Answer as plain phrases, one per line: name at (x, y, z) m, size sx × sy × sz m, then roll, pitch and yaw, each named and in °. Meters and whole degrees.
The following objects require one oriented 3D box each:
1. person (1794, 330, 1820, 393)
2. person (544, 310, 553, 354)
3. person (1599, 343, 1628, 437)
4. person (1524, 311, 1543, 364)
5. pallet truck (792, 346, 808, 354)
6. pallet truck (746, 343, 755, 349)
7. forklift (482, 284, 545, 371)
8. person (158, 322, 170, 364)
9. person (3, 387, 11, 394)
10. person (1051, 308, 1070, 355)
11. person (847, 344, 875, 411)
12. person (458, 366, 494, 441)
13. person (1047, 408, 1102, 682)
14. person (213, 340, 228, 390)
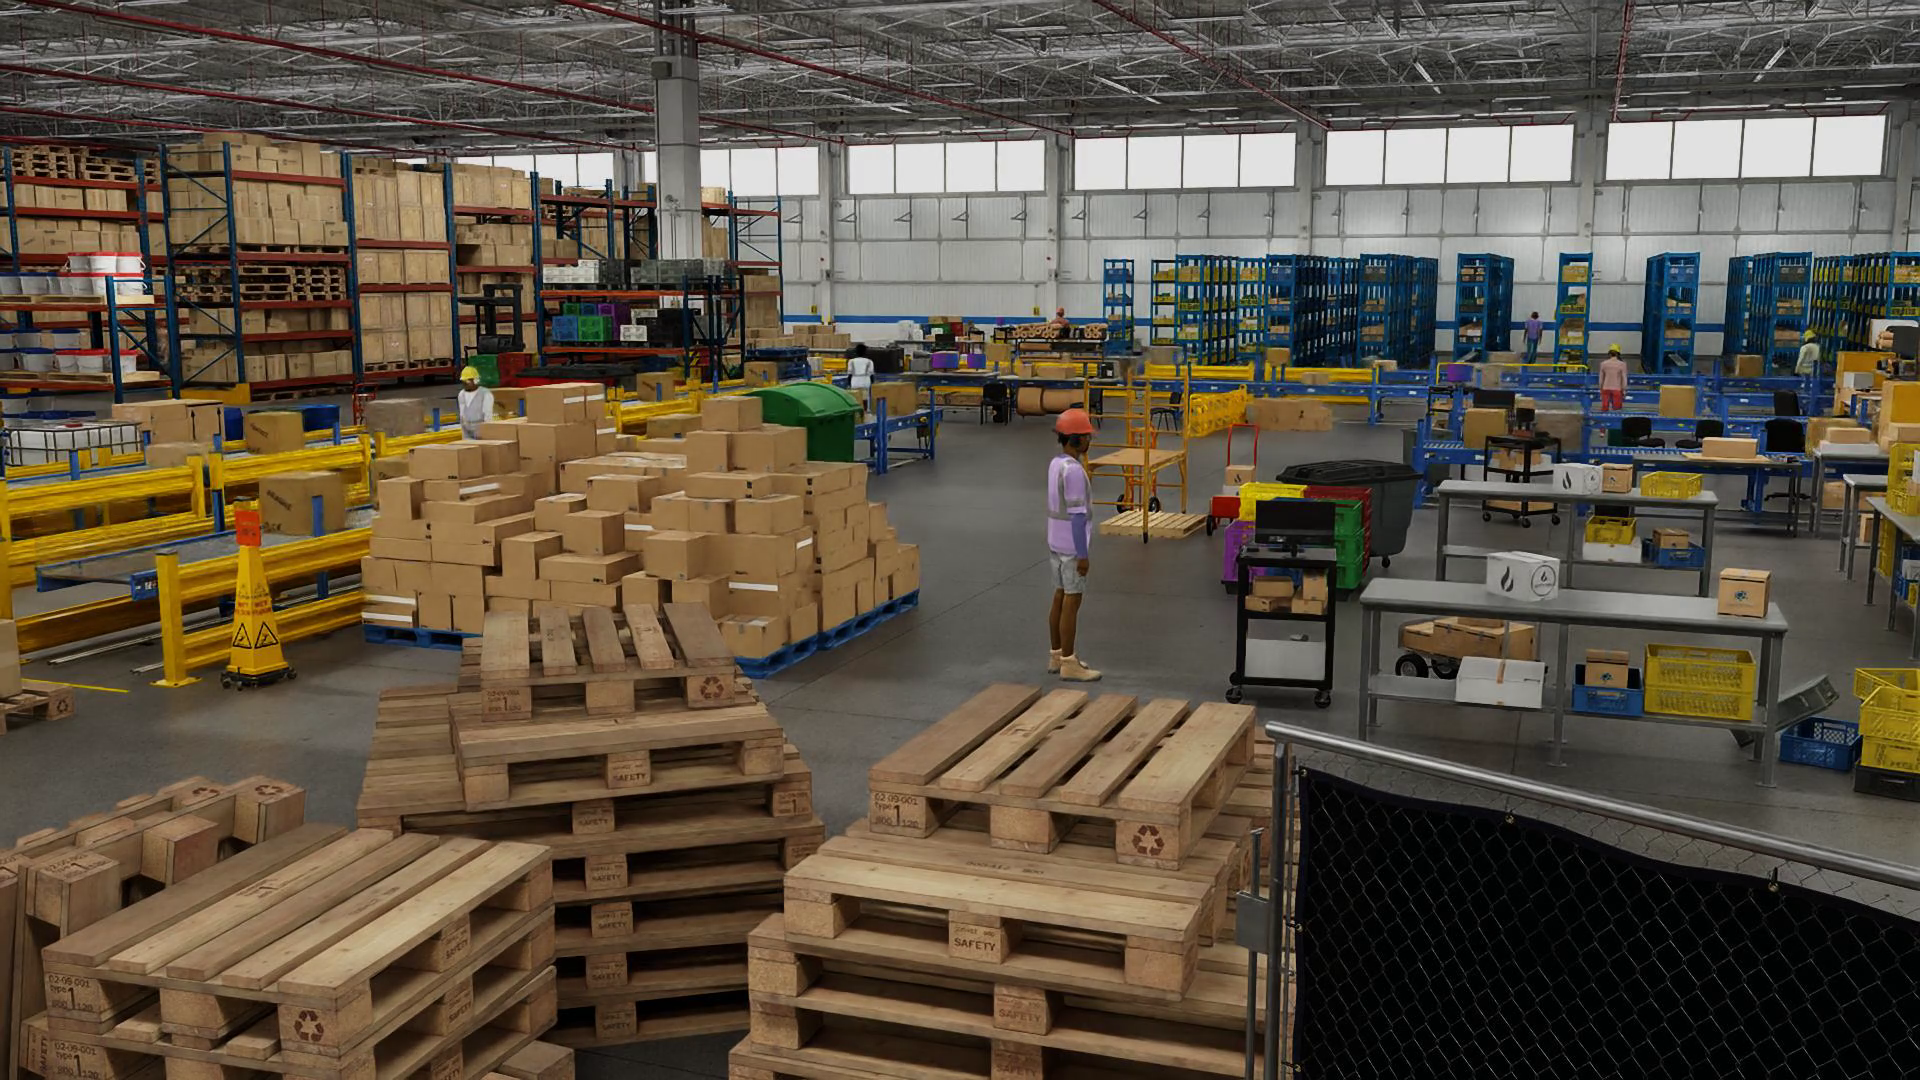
person at (19.286, -3.865, 37.782) m, size 0.623 × 1.794 × 0.923 m, roll -6°, pitch 11°, yaw -32°
person at (-14.468, -7.135, 58.151) m, size 0.634 × 1.839 × 0.429 m, roll -4°, pitch 10°, yaw -26°
person at (12.187, -2.783, 31.044) m, size 0.525 × 1.772 × 0.309 m, roll 8°, pitch 12°, yaw 40°
person at (19.321, -6.795, 56.053) m, size 0.586 × 1.826 × 0.535 m, roll 2°, pitch 9°, yaw 12°
pallet truck at (-3.705, -4.298, 42.022) m, size 0.653 × 1.274 × 1.630 m, roll 3°, pitch 10°, yaw 20°
pallet truck at (-6.183, -4.618, 44.264) m, size 1.601 × 1.201 × 0.680 m, roll -9°, pitch 12°, yaw -43°
forklift at (-10.832, -4.702, 39.610) m, size 1.129 × 2.768 × 1.873 m, roll 3°, pitch 10°, yaw 20°
person at (-24.211, -5.872, 50.899) m, size 0.535 × 1.609 × 0.690 m, roll 3°, pitch 10°, yaw 20°
person at (-19.923, -3.356, 34.333) m, size 0.800 × 1.878 × 0.662 m, roll 4°, pitch 10°, yaw 26°
person at (3.233, -6.456, 53.396) m, size 0.613 × 1.994 × 0.381 m, roll 2°, pitch 9°, yaw 11°
person at (-1.964, -3.066, 33.126) m, size 0.549 × 1.672 × 0.747 m, roll 0°, pitch 9°, yaw -1°
person at (-6.611, -1.443, 22.527) m, size 0.613 × 1.790 × 0.860 m, roll 4°, pitch 10°, yaw 21°
person at (0.847, 0.037, 12.467) m, size 0.369 × 2.048 × 0.607 m, roll -2°, pitch 9°, yaw -13°
person at (-19.476, -4.722, 43.683) m, size 0.510 × 1.622 × 0.403 m, roll 7°, pitch 12°, yaw 39°
